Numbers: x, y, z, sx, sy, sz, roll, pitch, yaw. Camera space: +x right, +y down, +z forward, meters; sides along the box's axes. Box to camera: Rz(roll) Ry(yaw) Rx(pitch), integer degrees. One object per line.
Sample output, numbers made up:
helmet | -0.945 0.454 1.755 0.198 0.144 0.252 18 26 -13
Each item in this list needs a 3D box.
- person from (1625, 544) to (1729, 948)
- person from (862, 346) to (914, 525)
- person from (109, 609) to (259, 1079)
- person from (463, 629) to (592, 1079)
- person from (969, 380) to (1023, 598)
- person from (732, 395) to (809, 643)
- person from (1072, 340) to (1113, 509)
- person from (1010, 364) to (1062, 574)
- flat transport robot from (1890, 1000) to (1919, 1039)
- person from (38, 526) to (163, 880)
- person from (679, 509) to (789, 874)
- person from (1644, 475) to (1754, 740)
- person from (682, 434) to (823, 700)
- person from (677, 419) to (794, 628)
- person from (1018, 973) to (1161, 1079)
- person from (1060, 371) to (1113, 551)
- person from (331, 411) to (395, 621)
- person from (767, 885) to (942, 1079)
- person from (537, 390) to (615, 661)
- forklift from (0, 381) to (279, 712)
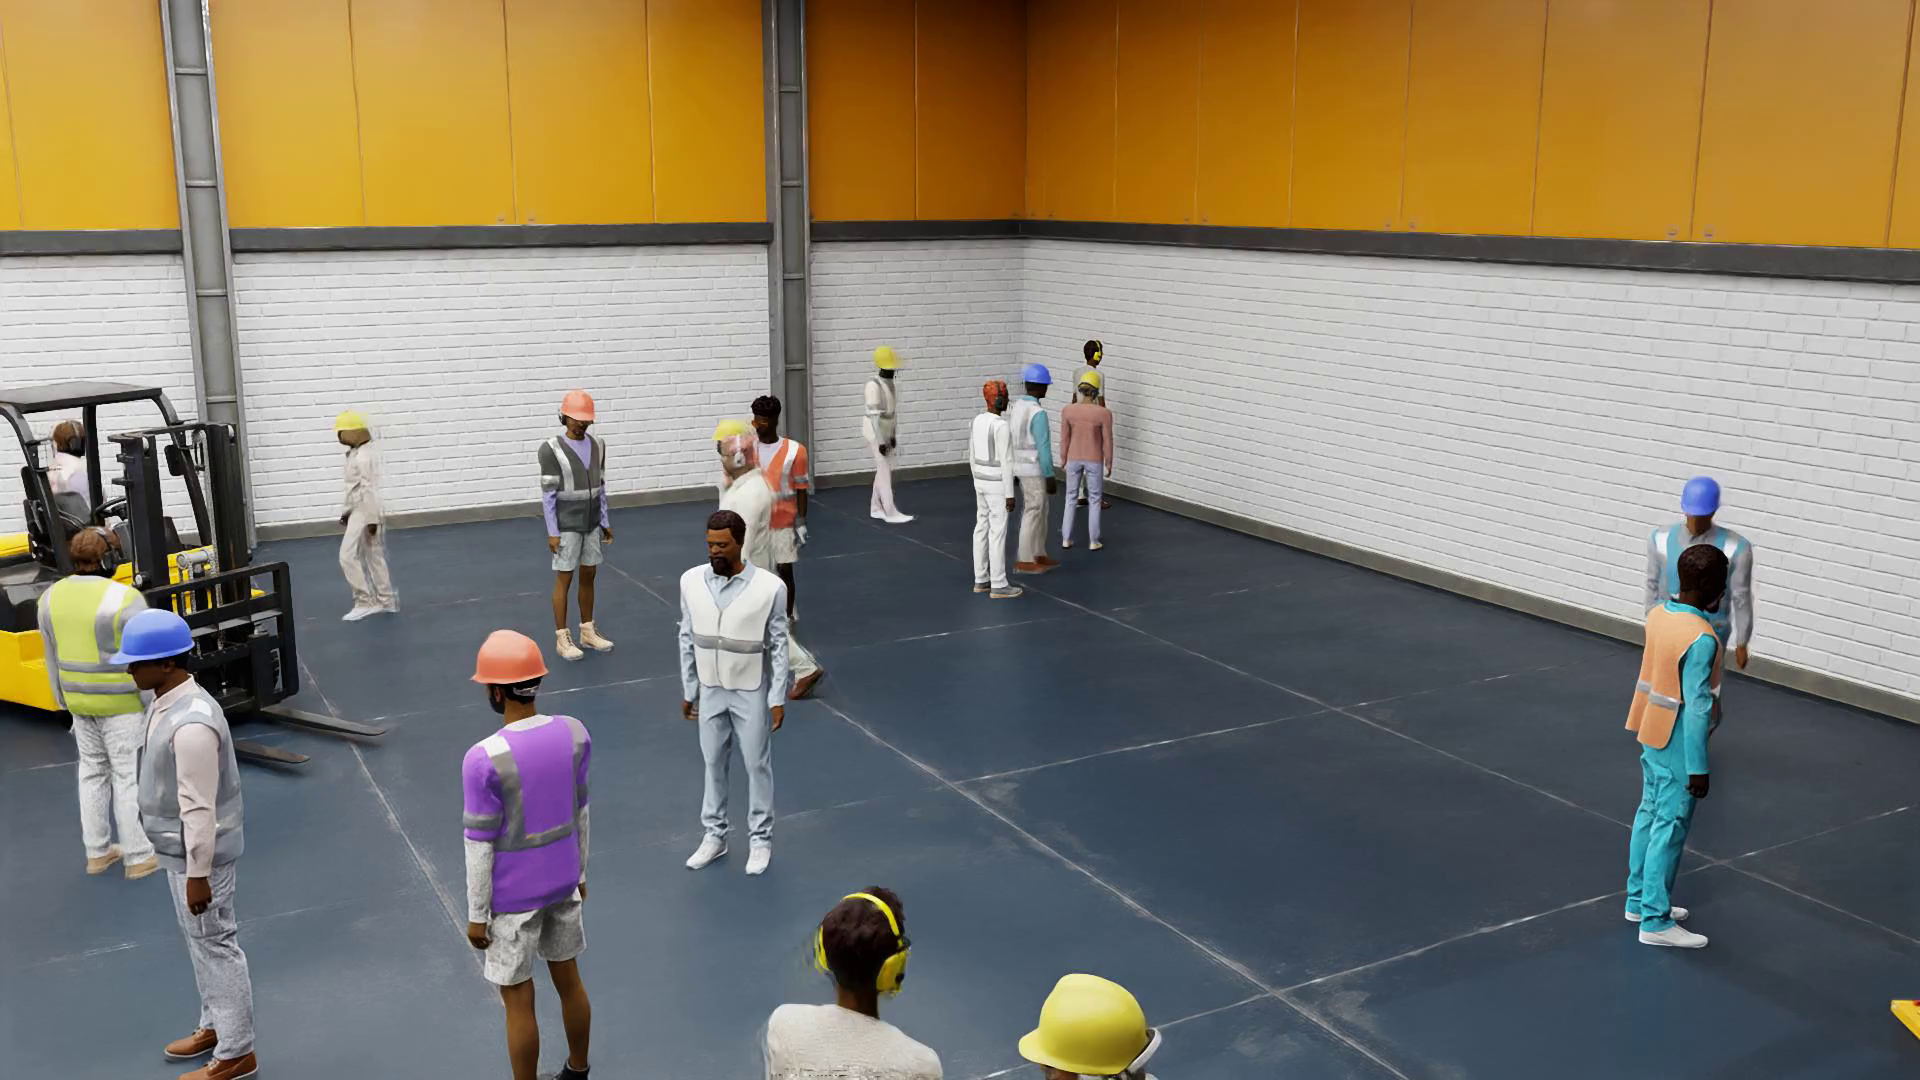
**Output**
person | 3.348 0.966 7.806 0.397 1.888 0.587 1 12 4
person | -0.748 -1.111 17.552 0.568 1.887 0.596 4 13 18
person | -3.036 1.207 6.551 0.416 1.938 0.611 -8 14 -32
person | -1.626 1.280 6.231 0.389 1.930 0.544 9 15 36
person | 0.299 -0.441 14.401 0.355 1.883 0.574 -7 14 -30
person | -1.470 -0.150 12.850 0.603 1.962 0.372 1 12 7
person | 1.448 -1.270 18.335 0.329 1.865 0.515 -10 15 -38
person | 0.725 -0.641 15.222 0.535 1.927 0.660 -4 13 -16
flat transport robot | 4.669 2.005 6.736 1.431 0.197 0.652 1 12 3
person | -4.365 0.836 8.551 0.629 1.833 0.430 4 13 18
person | -1.164 0.775 8.618 0.590 1.919 0.394 4 13 16
person | 4.417 0.511 9.929 0.614 1.903 0.805 9 15 35
person | -1.438 0.194 11.436 0.919 1.877 0.636 -3 12 -15
person | -1.779 -0.116 13.261 0.912 1.717 0.532 2 12 11
person | 0.314 1.847 3.803 0.404 1.827 0.600 2 12 11
person | 1.239 -0.768 16.242 0.533 1.754 0.341 4 13 20
person | -4.966 -0.202 13.671 0.583 1.725 0.494 -5 13 -23
person | -0.258 1.757 4.184 0.536 1.848 0.666 7 14 31
person | -2.863 -0.121 12.543 0.393 2.036 0.605 9 15 35
forklift | -5.853 0.085 11.199 2.313 2.155 1.214 7 14 28
